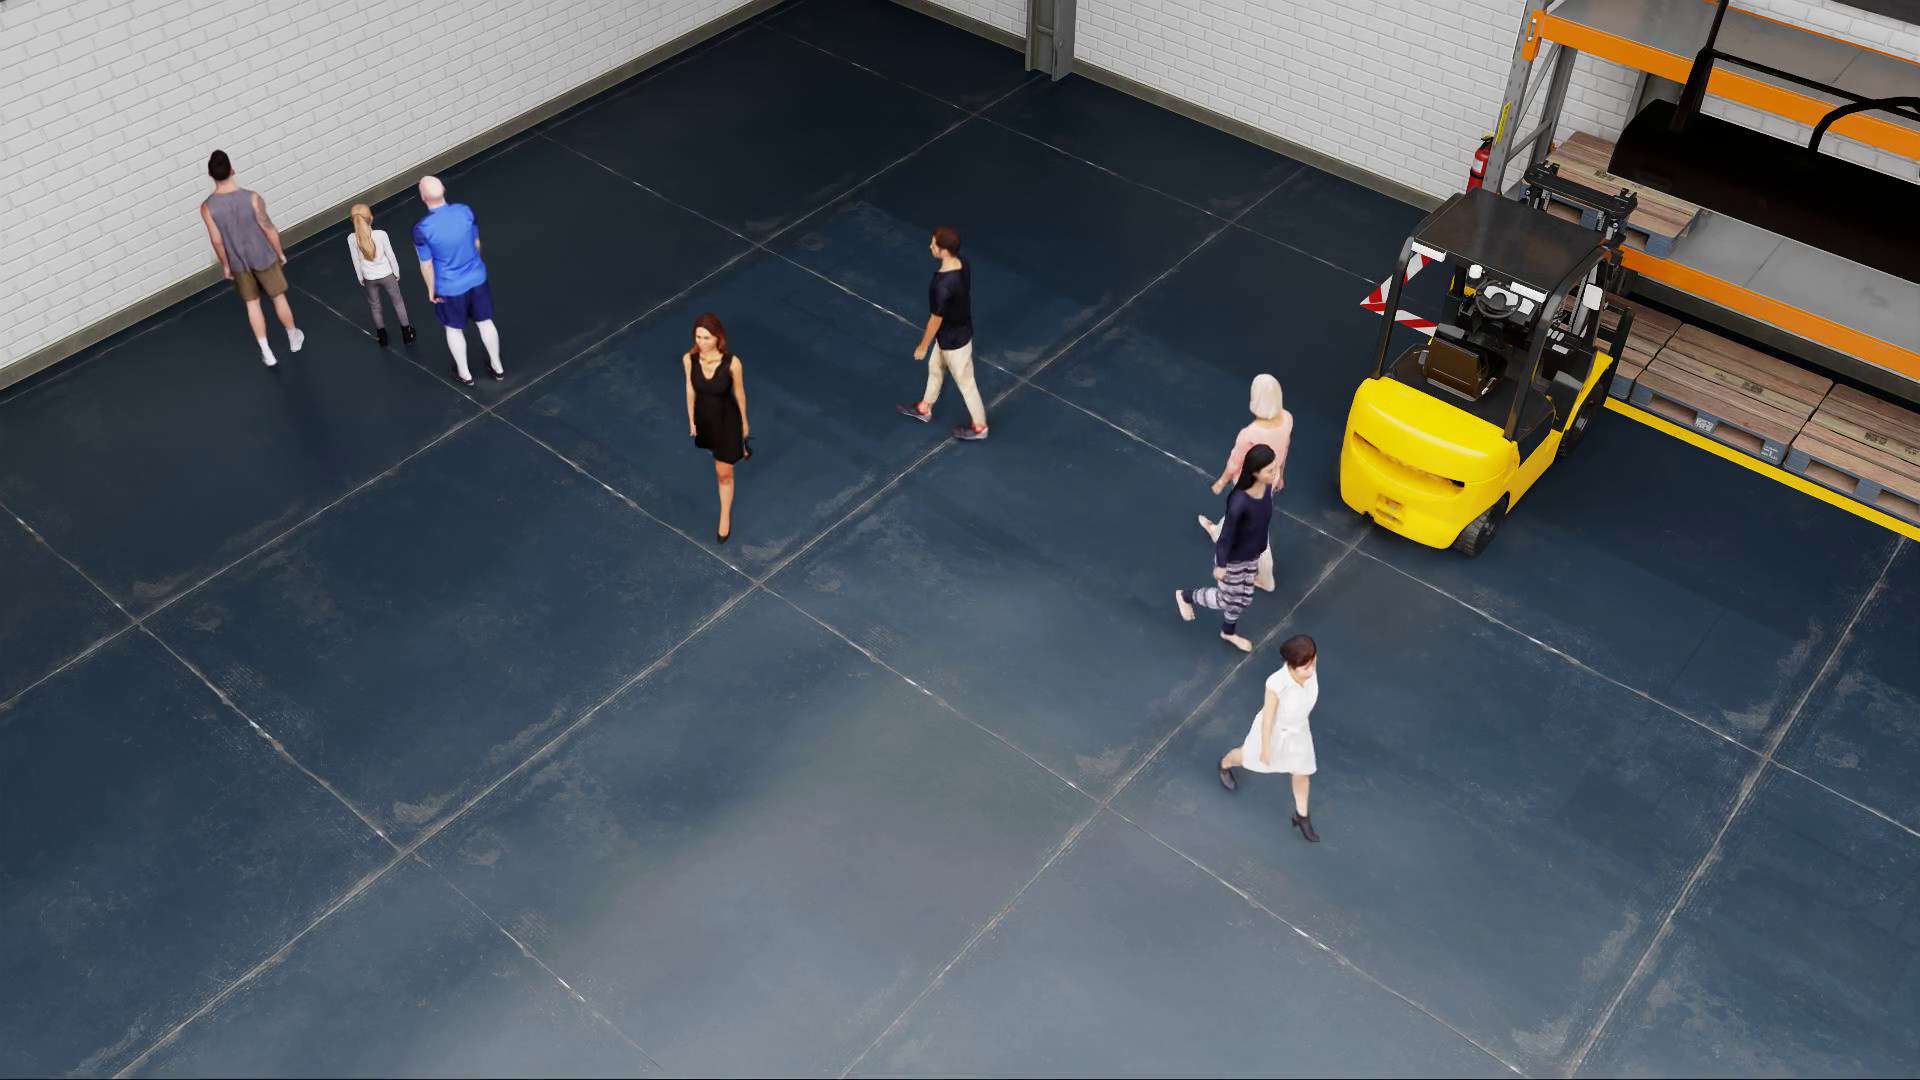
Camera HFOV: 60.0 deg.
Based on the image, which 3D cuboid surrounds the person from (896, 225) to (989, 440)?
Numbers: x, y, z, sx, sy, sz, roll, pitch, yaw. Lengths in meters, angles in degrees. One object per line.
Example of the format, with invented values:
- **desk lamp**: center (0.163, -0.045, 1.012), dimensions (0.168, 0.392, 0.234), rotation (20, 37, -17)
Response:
- **person**: center (0.047, -1.462, 12.190), dimensions (1.079, 1.826, 0.918), rotation (6, 44, 7)

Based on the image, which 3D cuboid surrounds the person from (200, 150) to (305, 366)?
- **person**: center (-5.526, -2.198, 12.986), dimensions (0.764, 1.850, 0.815), rotation (-15, 46, -15)

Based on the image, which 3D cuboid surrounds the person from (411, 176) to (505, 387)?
- **person**: center (-3.795, -1.974, 12.719), dimensions (0.729, 1.837, 0.701), rotation (-29, 51, -27)

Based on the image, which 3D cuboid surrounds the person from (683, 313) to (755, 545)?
- **person**: center (-1.643, -0.850, 11.556), dimensions (1.070, 1.814, 0.965), rotation (8, 44, 8)

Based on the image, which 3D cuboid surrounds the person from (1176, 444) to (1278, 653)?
- **person**: center (1.732, 0.019, 10.714), dimensions (0.804, 1.717, 0.624), rotation (27, 50, 26)

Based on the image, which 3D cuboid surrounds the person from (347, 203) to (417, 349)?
- **person**: center (-4.643, -2.108, 13.266), dimensions (0.567, 1.275, 0.619), rotation (-7, 44, -7)

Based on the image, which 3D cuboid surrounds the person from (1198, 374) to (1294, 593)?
- **person**: center (2.035, -0.328, 11.098), dimensions (0.724, 1.689, 1.074), rotation (-31, 52, -28)

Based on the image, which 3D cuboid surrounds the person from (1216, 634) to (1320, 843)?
- **person**: center (1.812, 1.079, 9.747), dimensions (0.679, 1.516, 1.053), rotation (-30, 51, -27)
